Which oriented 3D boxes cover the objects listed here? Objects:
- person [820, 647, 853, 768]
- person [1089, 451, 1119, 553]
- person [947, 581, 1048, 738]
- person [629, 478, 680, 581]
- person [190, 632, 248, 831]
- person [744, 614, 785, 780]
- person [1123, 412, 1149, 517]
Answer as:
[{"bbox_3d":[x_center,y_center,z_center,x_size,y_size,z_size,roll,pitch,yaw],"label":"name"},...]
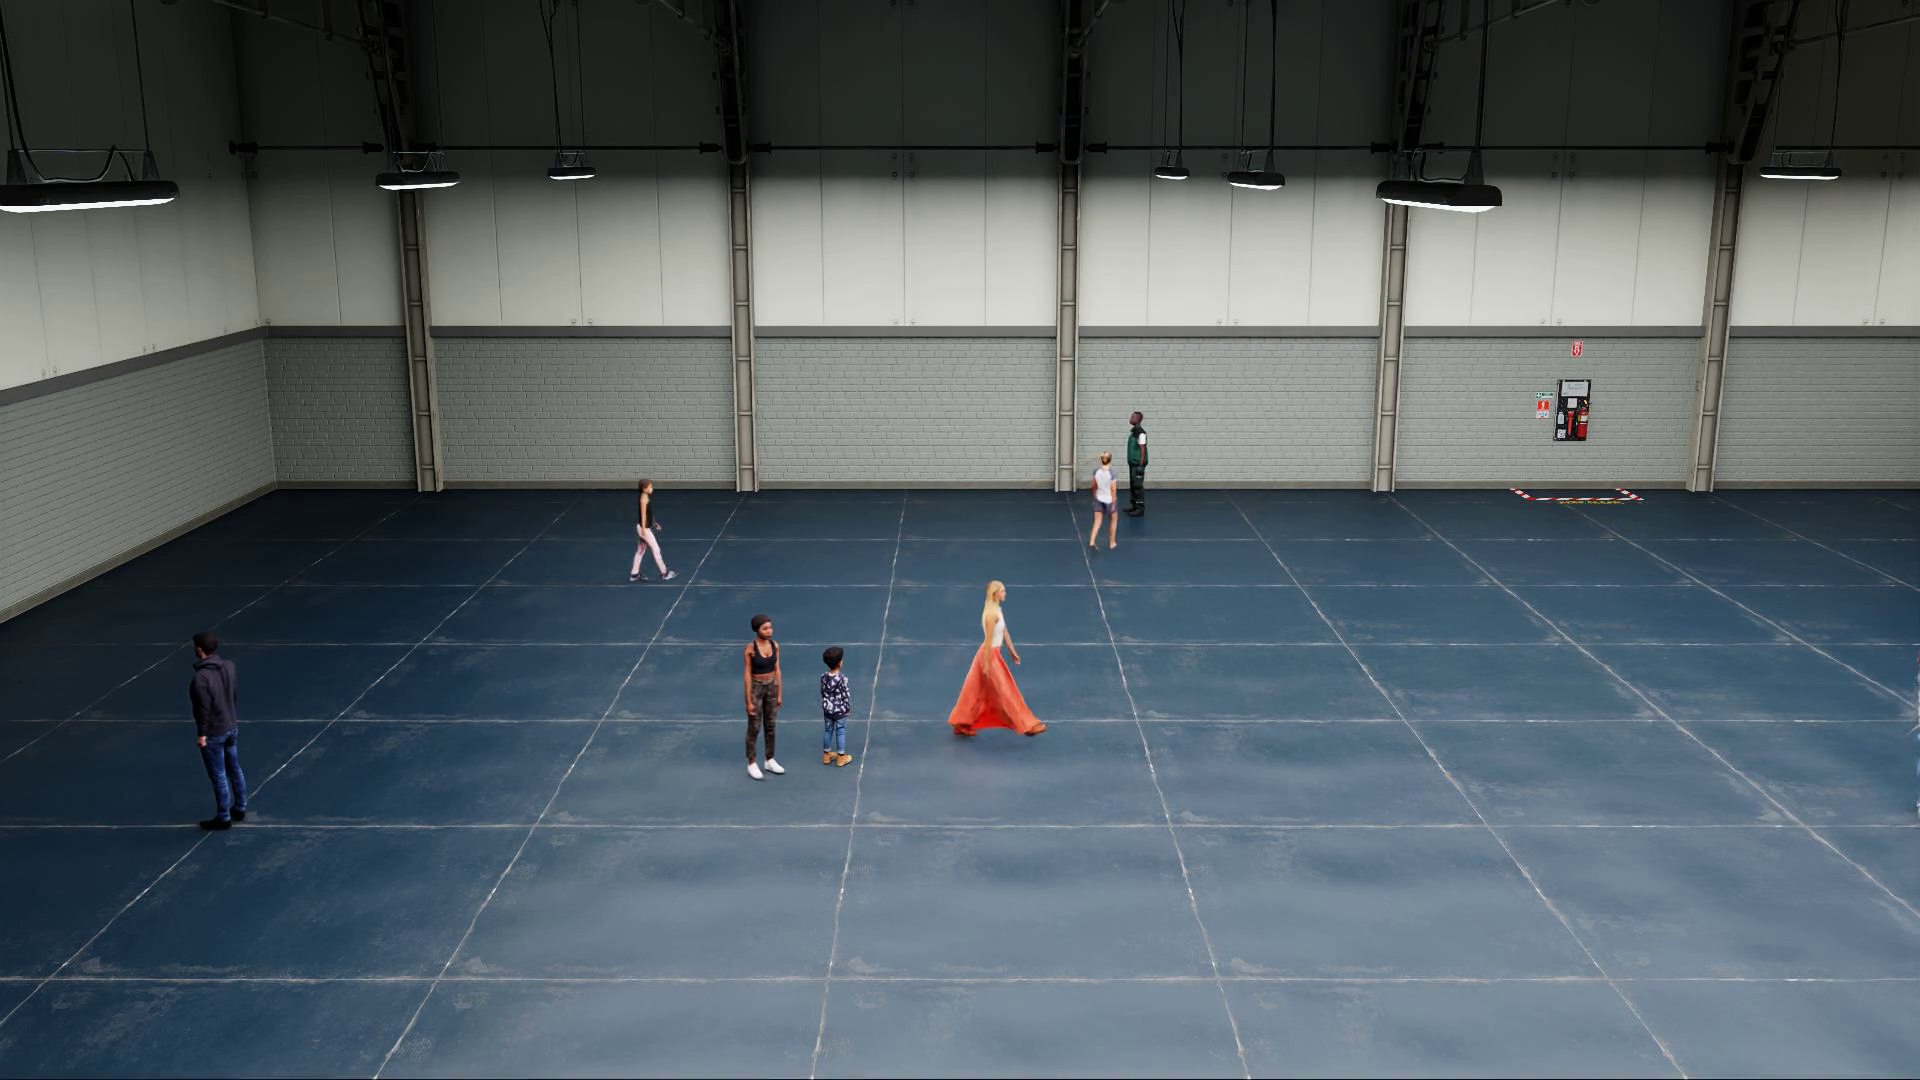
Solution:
[{"bbox_3d":[-1.297,1.712,17.193,0.519,1.248,0.617,6,15,26],"label":"person"},{"bbox_3d":[2.270,-0.580,26.325,1.005,1.595,0.903,6,14,25],"label":"person"},{"bbox_3d":[0.231,1.326,17.783,1.347,1.735,0.766,2,13,7],"label":"person"},{"bbox_3d":[-4.710,-0.130,24.526,0.993,1.529,0.673,-3,13,-14],"label":"person"},{"bbox_3d":[-6.928,1.764,15.537,0.645,1.895,0.717,3,13,12],"label":"person"},{"bbox_3d":[-2.006,1.563,16.843,0.628,1.697,0.716,-9,16,-35],"label":"person"},{"bbox_3d":[3.103,-1.340,29.064,0.669,1.839,0.723,-2,13,-10],"label":"person"}]
